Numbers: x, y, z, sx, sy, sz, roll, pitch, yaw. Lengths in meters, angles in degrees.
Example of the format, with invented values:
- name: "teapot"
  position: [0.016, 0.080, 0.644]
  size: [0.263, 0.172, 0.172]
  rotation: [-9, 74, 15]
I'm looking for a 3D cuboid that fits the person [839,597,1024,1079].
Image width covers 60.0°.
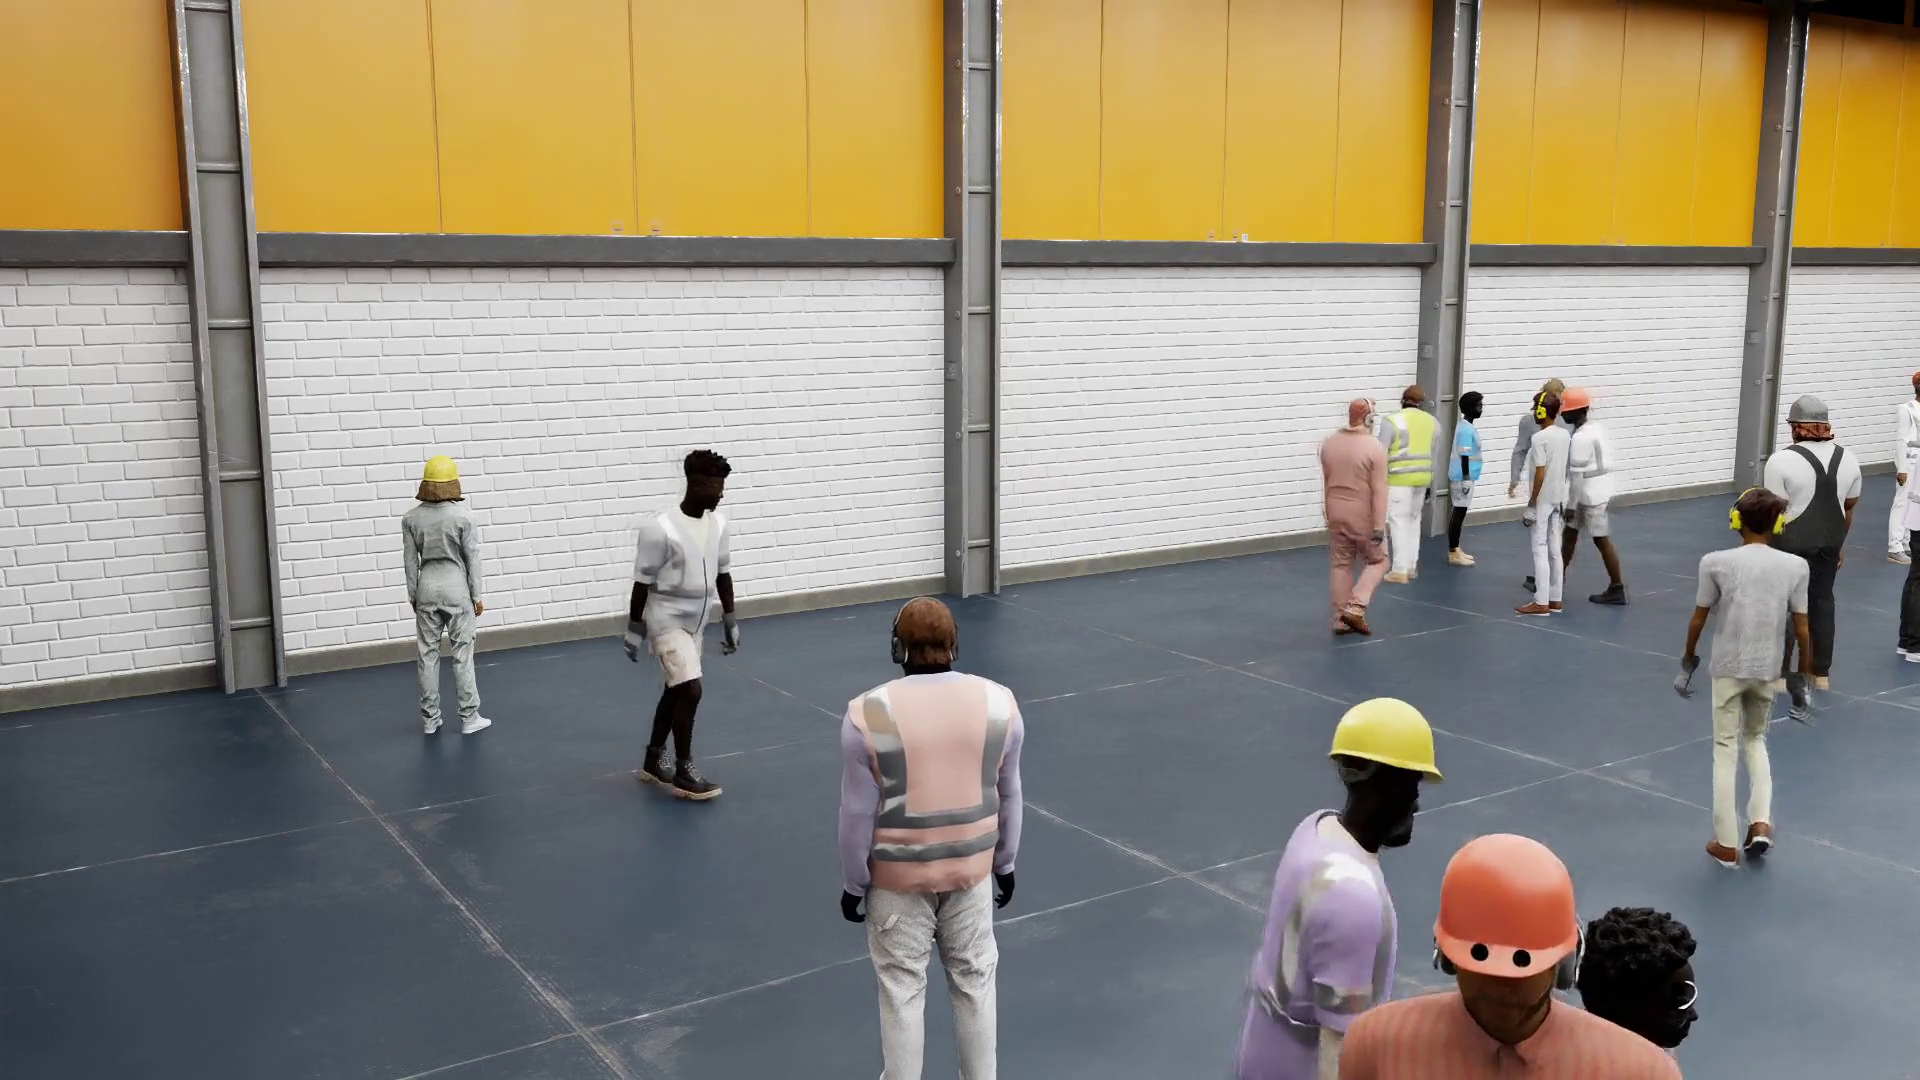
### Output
- name: "person"
  position: [-0.104, 1.096, 5.521]
  size: [0.633, 1.835, 0.429]
  rotation: [-3, 10, -19]

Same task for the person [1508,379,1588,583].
- name: "person"
  position: [5.287, -0.497, 14.952]
  size: [0.655, 1.885, 1.067]
  rotation: [8, 13, 41]

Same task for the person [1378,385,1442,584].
- name: "person"
  position: [4.117, -0.515, 15.324]
  size: [0.677, 1.805, 0.468]
  rotation: [-5, 10, -26]

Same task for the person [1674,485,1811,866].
- name: "person"
  position: [3.815, 0.661, 8.109]
  size: [0.538, 1.849, 0.459]
  rotation: [1, 9, 6]

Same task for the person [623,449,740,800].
- name: "person"
  position: [-1.504, 0.455, 9.114]
  size: [0.782, 1.915, 0.623]
  rotation: [5, 11, 30]

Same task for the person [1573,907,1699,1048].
- name: "person"
  position: [1.275, 1.535, 3.293]
  size: [0.316, 1.695, 0.541]
  rotation: [4, 10, 21]

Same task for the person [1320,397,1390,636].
- name: "person"
  position: [3.113, -0.173, 13.015]
  size: [0.422, 1.893, 0.645]
  rotation: [-7, 12, -38]

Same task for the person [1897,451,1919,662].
- name: "person"
  position: [7.138, -0.055, 12.226]
  size: [0.399, 1.913, 0.590]
  rotation: [4, 10, 21]

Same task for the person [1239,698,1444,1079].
- name: "person"
  position: [0.921, 1.319, 4.059]
  size: [0.545, 1.884, 0.597]
  rotation: [2, 10, 10]

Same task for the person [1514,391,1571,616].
- name: "person"
  position: [4.865, -0.301, 13.850]
  size: [0.534, 1.864, 0.309]
  rotation: [-8, 12, -41]

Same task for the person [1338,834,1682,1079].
- name: "person"
  position: [0.946, 1.474, 2.915]
  size: [0.614, 1.942, 1.008]
  rotation: [3, 10, 15]

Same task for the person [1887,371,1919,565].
- name: "person"
  position: [9.337, -0.706, 16.240]
  size: [0.572, 1.883, 0.356]
  rotation: [-6, 11, -32]

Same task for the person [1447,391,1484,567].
- name: "person"
  position: [4.906, -0.600, 16.152]
  size: [0.317, 1.696, 0.540]
  rotation: [3, 10, 16]

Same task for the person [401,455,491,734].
- name: "person"
  position: [-3.196, 0.342, 10.344]
  size: [0.487, 1.744, 0.297]
  rotation: [1, 9, 4]

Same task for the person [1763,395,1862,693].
- name: "person"
  position: [5.731, 0.017, 11.403]
  size: [0.688, 2.000, 0.535]
  rotation: [-2, 10, -11]

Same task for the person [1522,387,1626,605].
- name: "person"
  position: [5.306, -0.375, 14.262]
  size: [0.929, 1.873, 0.549]
  rotation: [4, 10, 23]
